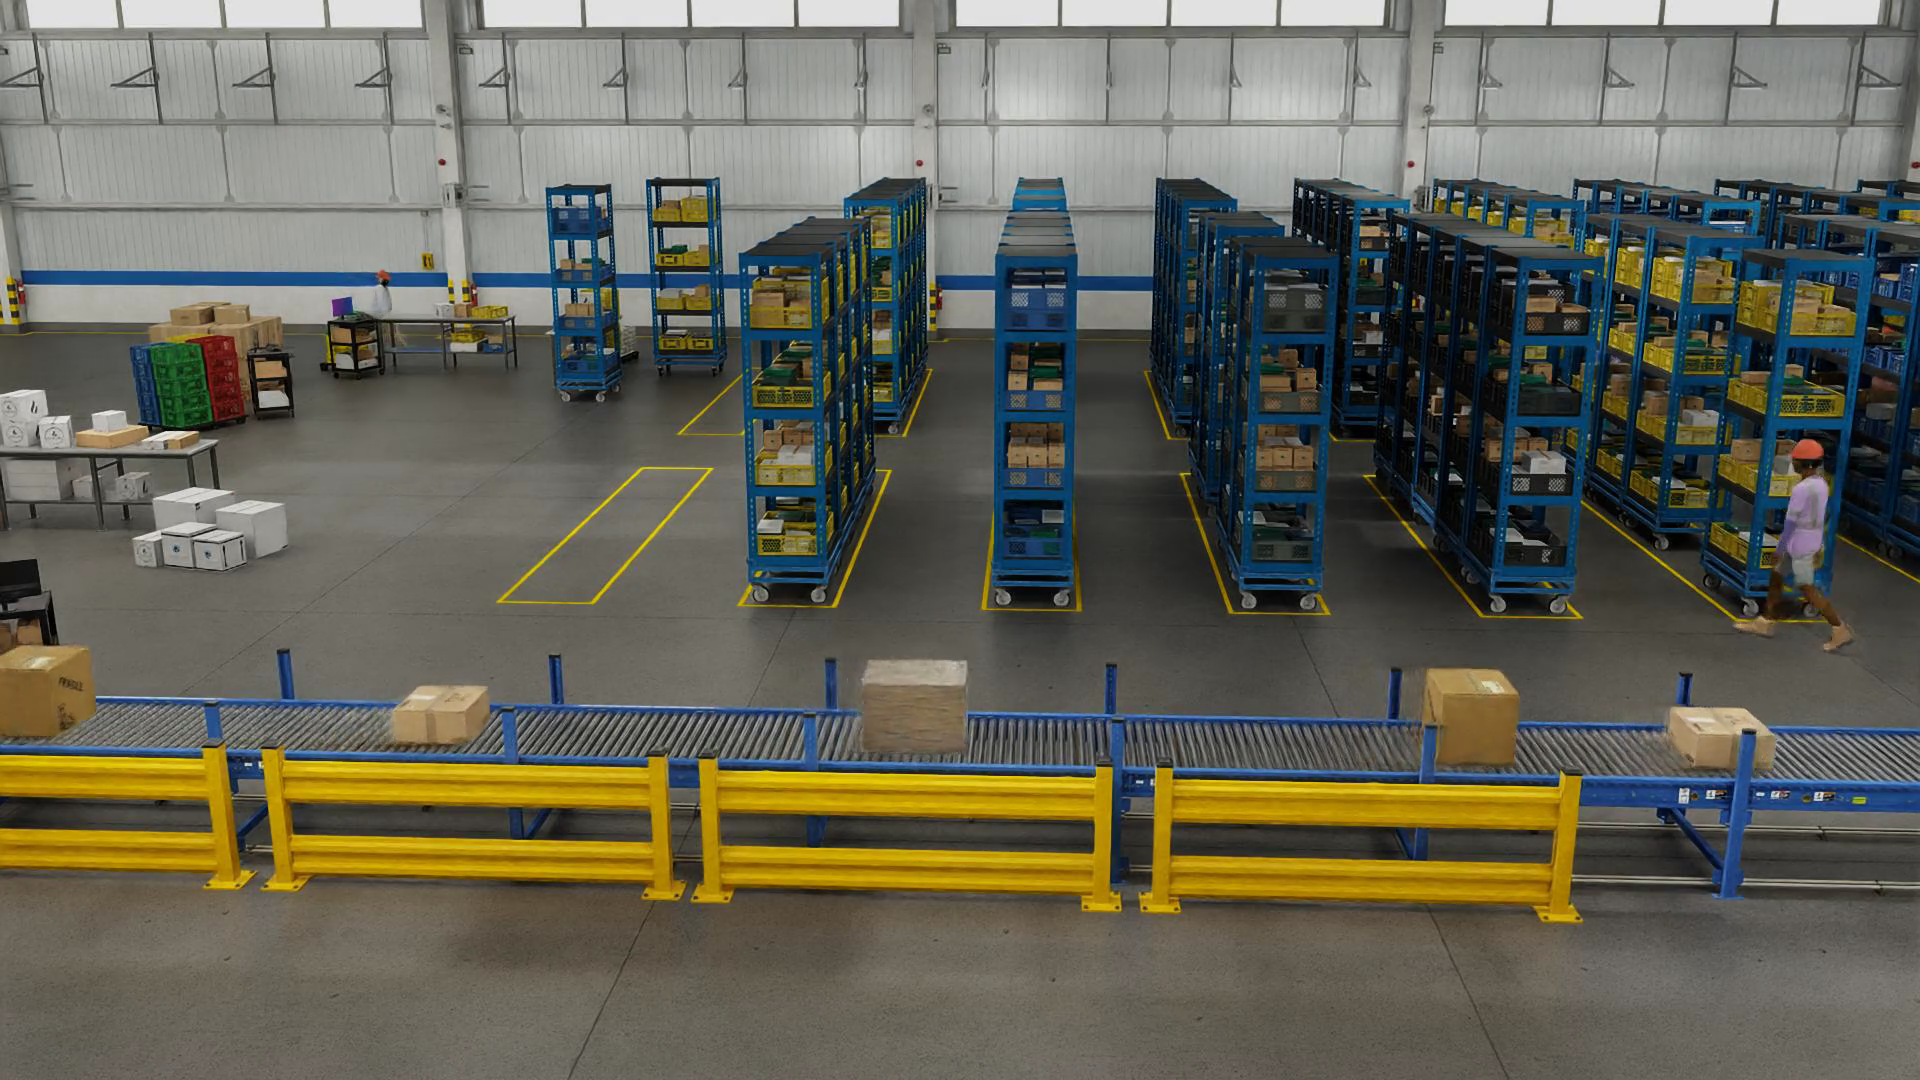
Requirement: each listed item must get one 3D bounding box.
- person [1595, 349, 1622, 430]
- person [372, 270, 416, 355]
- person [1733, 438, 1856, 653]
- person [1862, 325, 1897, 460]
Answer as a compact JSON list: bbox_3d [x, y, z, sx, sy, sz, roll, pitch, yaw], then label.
[{"bbox_3d":[9.538,-2.275,24.565,0.451,1.819,0.585,-2,15,-8],"label":"person"},{"bbox_3d":[-11.343,-4.490,32.974,0.889,1.698,0.571,1,15,3],"label":"person"},{"bbox_3d":[7.970,0.044,15.615,1.046,2.000,0.606,11,19,36],"label":"person"},{"bbox_3d":[12.774,-2.017,23.264,0.457,1.976,0.659,-2,15,-9],"label":"person"}]
